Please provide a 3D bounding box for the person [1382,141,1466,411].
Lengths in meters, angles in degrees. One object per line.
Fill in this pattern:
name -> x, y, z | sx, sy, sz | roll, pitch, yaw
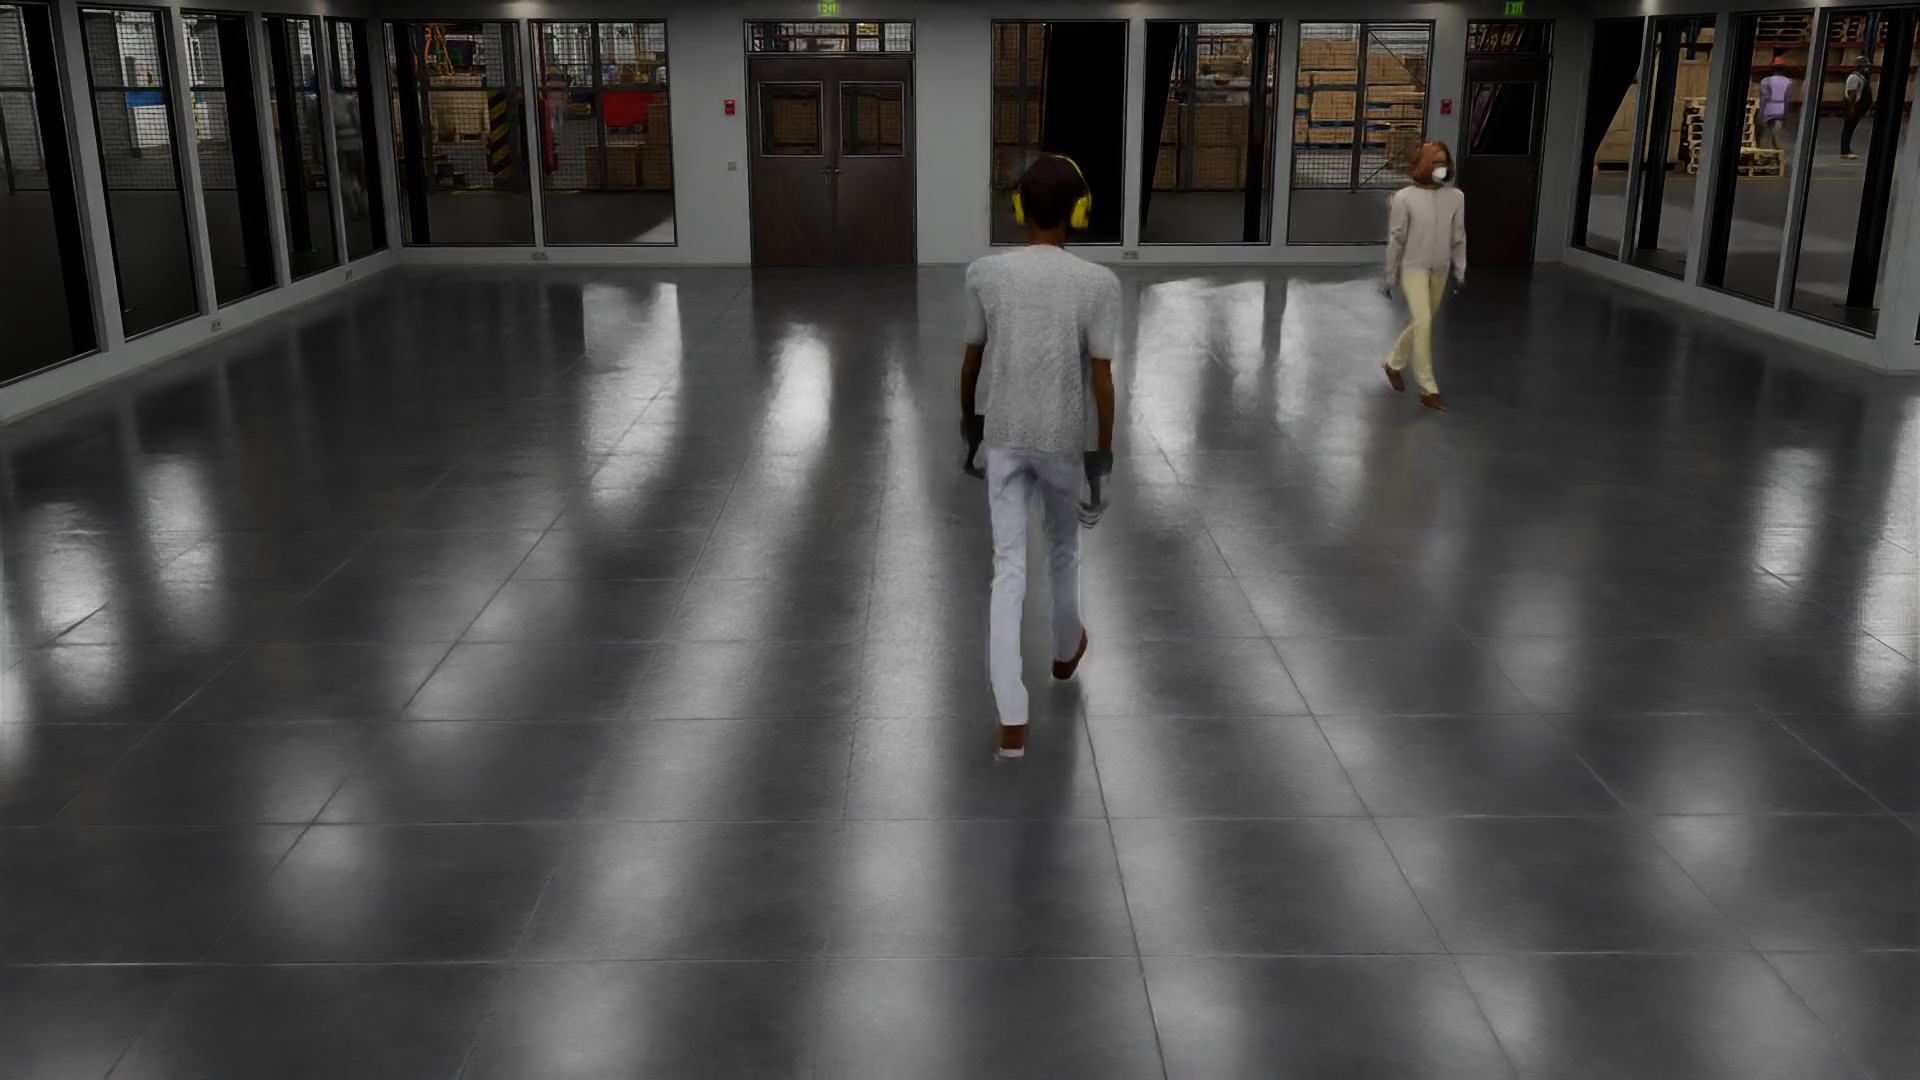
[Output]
person -> 2.851, -1.656, 10.275 | 0.508, 1.597, 0.810 | -5, 17, -18

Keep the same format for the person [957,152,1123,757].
person -> 0.237, -0.295, 5.268 | 0.541, 1.817, 0.979 | 3, 17, 9
